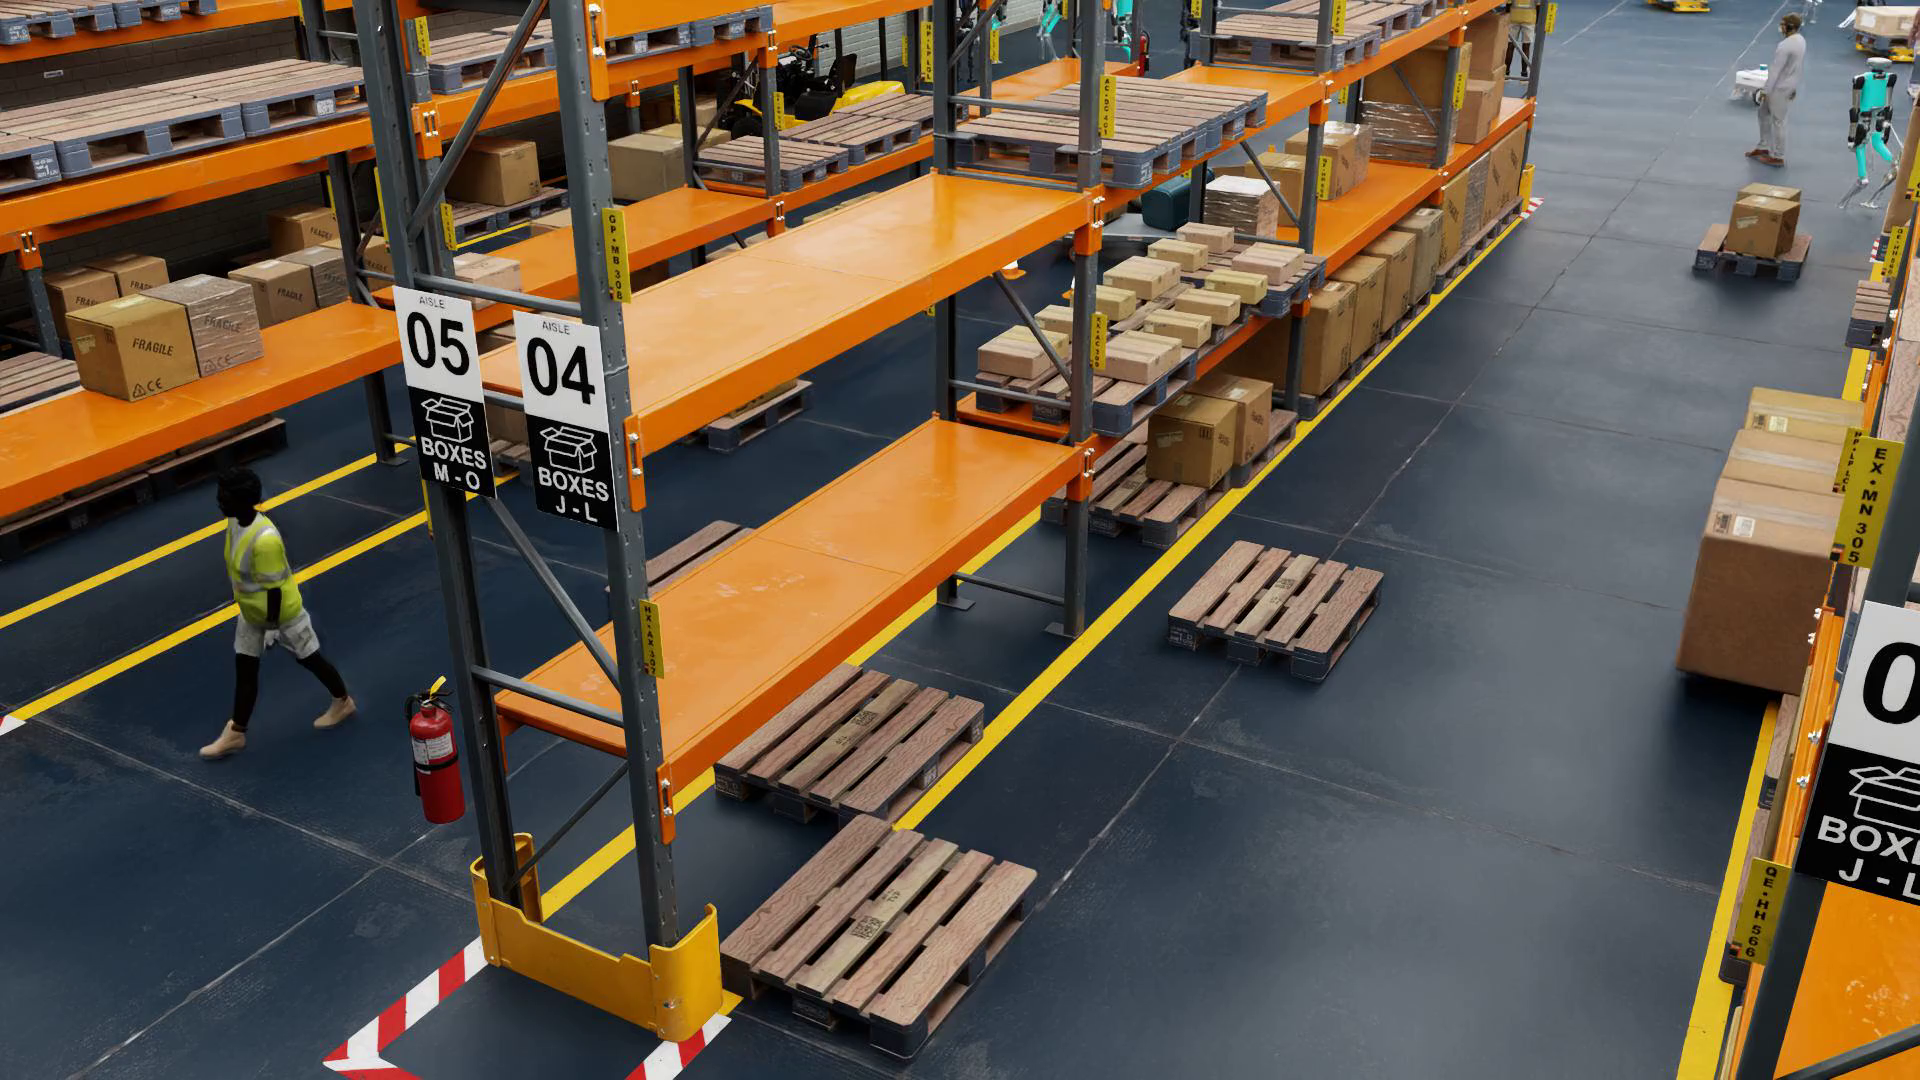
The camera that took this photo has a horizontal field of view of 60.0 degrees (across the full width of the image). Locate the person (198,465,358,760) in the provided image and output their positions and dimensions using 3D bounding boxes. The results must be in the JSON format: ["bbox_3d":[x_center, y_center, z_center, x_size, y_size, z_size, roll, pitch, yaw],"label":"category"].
[{"bbox_3d":[-3.765,0.377,8.961,0.542,1.645,0.860,23,34,39],"label":"person"}]

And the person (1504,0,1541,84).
[{"bbox_3d":[9.050,-8.358,26.761,0.603,1.959,0.368,14,29,27],"label":"person"}]

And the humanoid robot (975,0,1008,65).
[{"bbox_3d":[0.458,-8.786,27.758,0.533,1.671,0.735,14,29,26],"label":"humanoid robot"}]

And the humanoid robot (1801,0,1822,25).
[{"bbox_3d":[16.690,-10.884,32.293,0.547,1.790,0.808,6,26,13],"label":"humanoid robot"}]

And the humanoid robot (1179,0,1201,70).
[{"bbox_3d":[3.768,-8.351,27.097,0.348,1.659,0.609,23,34,39],"label":"humanoid robot"}]

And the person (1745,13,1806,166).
[{"bbox_3d":[10.583,-5.856,21.606,0.686,1.915,0.631,19,31,34],"label":"person"}]

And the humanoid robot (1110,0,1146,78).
[{"bbox_3d":[2.693,-7.830,25.945,0.538,1.778,0.790,-14,29,-27],"label":"humanoid robot"}]

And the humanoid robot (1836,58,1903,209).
[{"bbox_3d":[10.667,-4.629,19.311,0.540,1.793,0.813,-5,26,-11],"label":"humanoid robot"}]

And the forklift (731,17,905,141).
[{"bbox_3d":[-1.819,-5.975,21.543,2.313,2.155,1.214,14,29,26],"label":"forklift"}]

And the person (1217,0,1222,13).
[{"bbox_3d":[5.221,-11.570,33.519,0.660,1.878,0.629,-11,28,-22],"label":"person"}]

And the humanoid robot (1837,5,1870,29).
[{"bbox_3d":[17.246,-10.526,31.554,1.025,1.734,0.593,-9,27,-17],"label":"humanoid robot"}]

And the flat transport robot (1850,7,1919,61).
[{"bbox_3d":[16.460,-8.612,29.238,0.659,0.231,1.431,-1,26,-1],"label":"flat transport robot"}]

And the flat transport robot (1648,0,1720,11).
[{"bbox_3d":[14.919,-11.138,34.486,0.659,0.231,1.431,-2,26,-4],"label":"flat transport robot"}]

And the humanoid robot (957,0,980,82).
[{"bbox_3d":[0.080,-8.290,26.927,0.599,1.657,0.315,14,29,26],"label":"humanoid robot"}]

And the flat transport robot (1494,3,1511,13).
[{"bbox_3d":[11.146,-10.885,33.959,0.659,0.231,1.431,-11,28,-22],"label":"flat transport robot"}]

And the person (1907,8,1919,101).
[{"bbox_3d":[14.899,-7.657,25.579,0.530,1.712,0.903,2,26,4],"label":"person"}]

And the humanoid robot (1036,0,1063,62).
[{"bbox_3d":[1.549,-9.124,28.599,0.530,1.772,0.716,19,31,34],"label":"humanoid robot"}]

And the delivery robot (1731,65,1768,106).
[{"bbox_3d":[12.271,-6.985,25.509,0.499,0.579,0.759,-14,29,-27],"label":"delivery robot"}]

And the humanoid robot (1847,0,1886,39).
[{"bbox_3d":[16.715,-10.001,30.502,0.599,1.640,0.498,-4,26,-8],"label":"humanoid robot"}]
